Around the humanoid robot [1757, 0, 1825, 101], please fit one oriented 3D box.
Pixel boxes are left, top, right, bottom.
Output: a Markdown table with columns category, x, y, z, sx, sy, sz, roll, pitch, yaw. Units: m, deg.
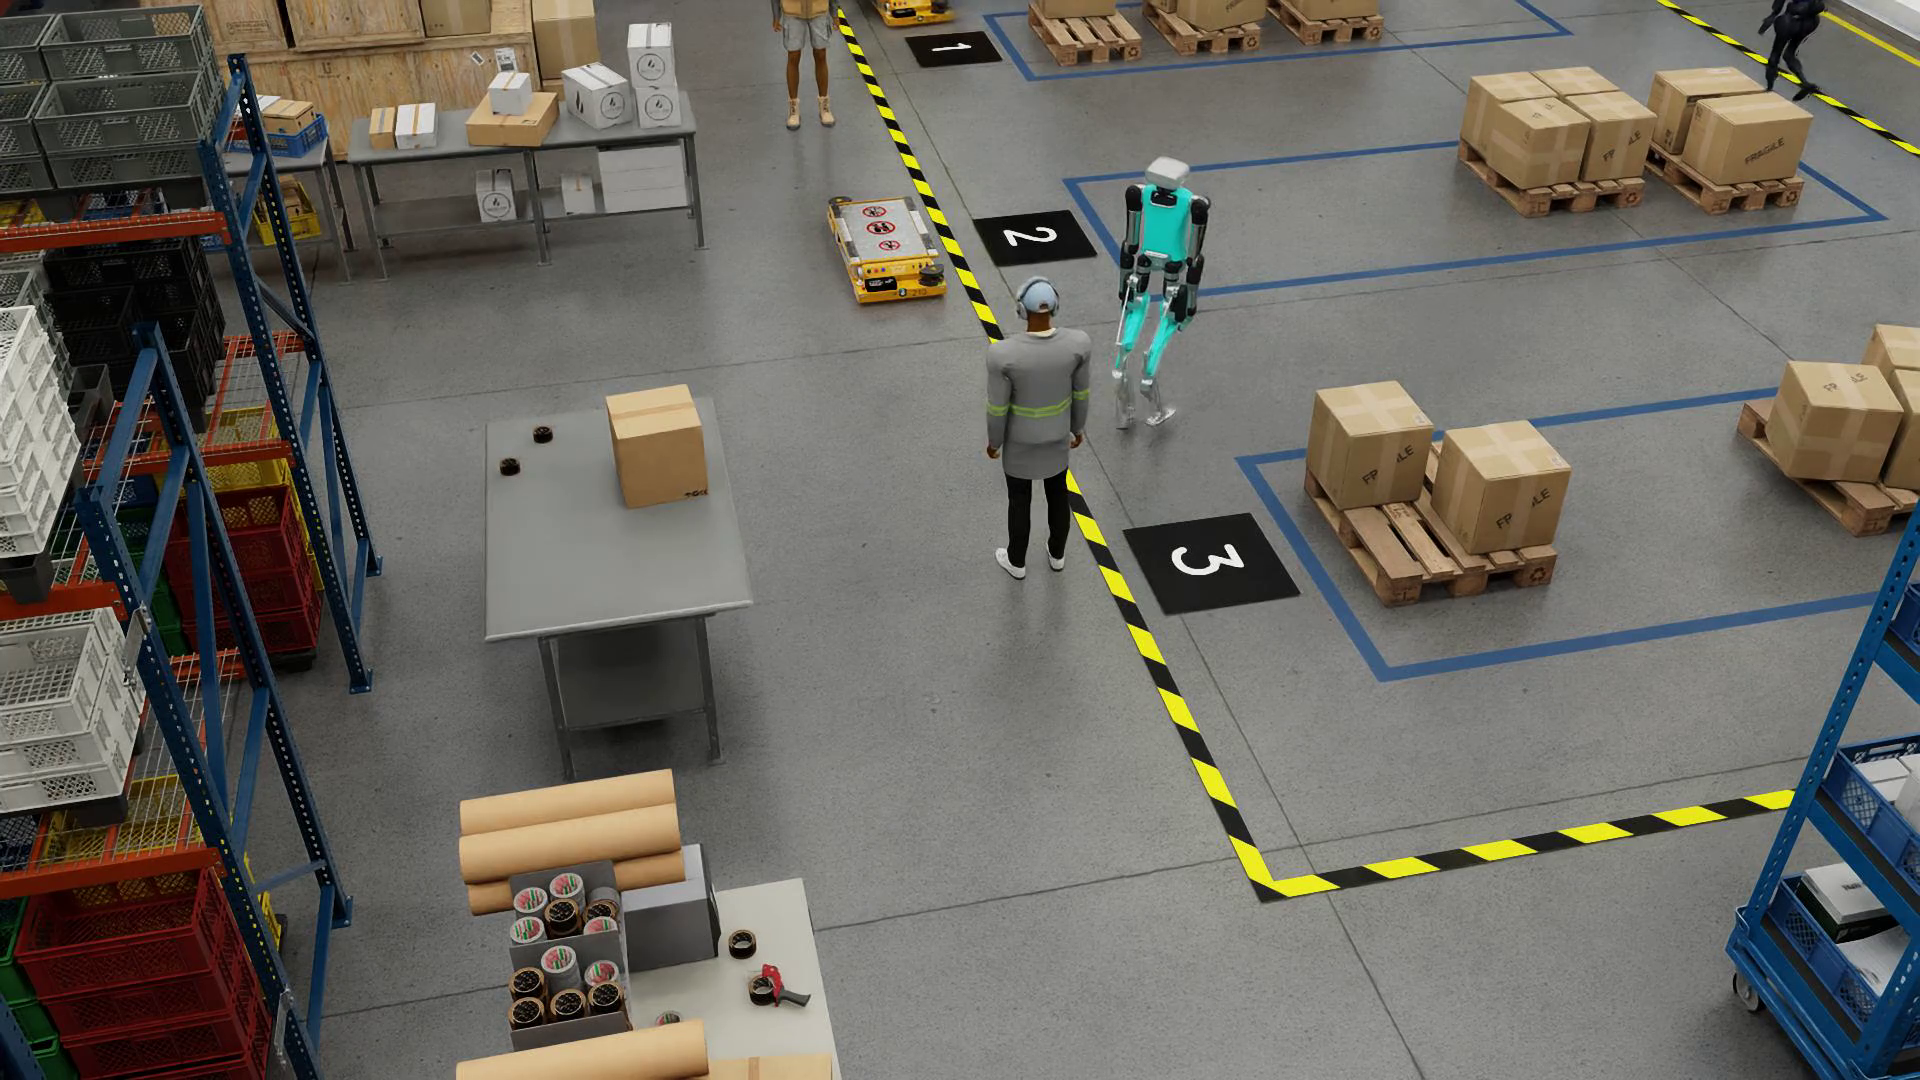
| category | x | y | z | sx | sy | sz | roll | pitch | yaw |
| --- | --- | --- | --- | --- | --- | --- | --- | --- | --- |
| humanoid robot | 7.353 | -4.592 | 14.544 | 0.604 | 1.649 | 0.433 | -15 | 39 | -19 |

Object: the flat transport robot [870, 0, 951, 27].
| category | x | y | z | sx | sy | sz | roll | pitch | yaw |
| --- | --- | --- | --- | --- | --- | --- | --- | --- | --- |
| flat transport robot | -0.607 | -5.640 | 17.111 | 0.652 | 0.197 | 1.431 | -10 | 38 | -14 |

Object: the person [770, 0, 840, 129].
| category | x | y | z | sx | sy | sz | roll | pitch | yaw |
| --- | --- | --- | --- | --- | --- | --- | --- | --- | --- |
| person | -1.307 | -4.510 | 14.132 | 0.606 | 2.042 | 0.372 | -6 | 37 | -8 |

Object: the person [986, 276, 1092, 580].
| category | x | y | z | sx | sy | sz | roll | pitch | yaw |
| --- | --- | --- | --- | --- | --- | --- | --- | --- | --- |
| person | 0.411 | -0.601 | 9.034 | 0.589 | 1.853 | 0.375 | -10 | 38 | -13 |

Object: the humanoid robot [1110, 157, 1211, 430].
| category | x | y | z | sx | sy | sz | roll | pitch | yaw |
| --- | --- | --- | --- | --- | --- | --- | --- | --- | --- |
| humanoid robot | 1.130 | -1.366 | 10.179 | 0.542 | 1.806 | 0.784 | 18 | 40 | 22 |

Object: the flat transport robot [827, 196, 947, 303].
| category | x | y | z | sx | sy | sz | roll | pitch | yaw |
| --- | --- | --- | --- | --- | --- | --- | --- | --- | --- |
| flat transport robot | -0.570 | -2.220 | 12.538 | 0.659 | 0.231 | 1.431 | -8 | 37 | -10 |
